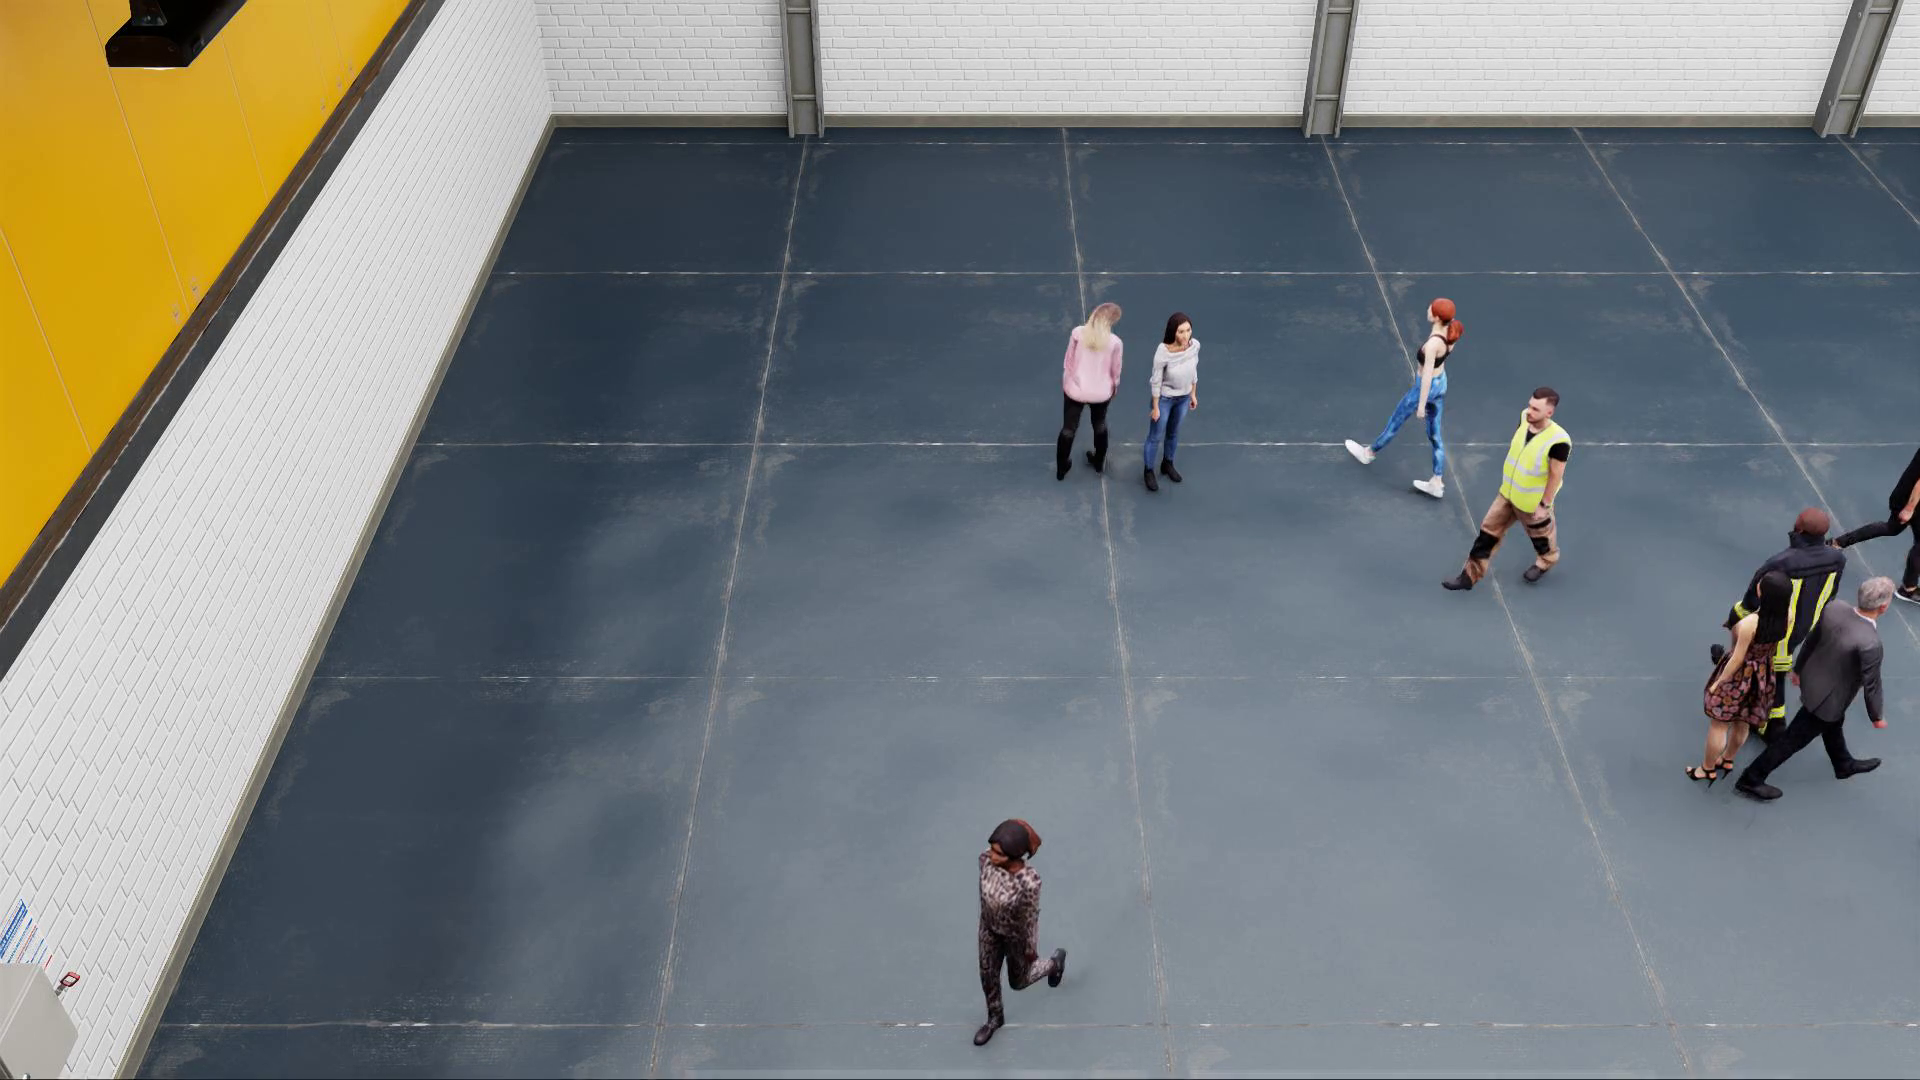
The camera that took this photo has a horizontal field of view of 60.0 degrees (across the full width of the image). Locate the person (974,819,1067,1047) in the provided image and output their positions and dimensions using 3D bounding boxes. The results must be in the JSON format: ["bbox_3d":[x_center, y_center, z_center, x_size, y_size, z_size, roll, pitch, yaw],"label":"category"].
[{"bbox_3d":[0.330,2.165,9.390,0.937,1.703,0.994,32,48,34],"label":"person"}]

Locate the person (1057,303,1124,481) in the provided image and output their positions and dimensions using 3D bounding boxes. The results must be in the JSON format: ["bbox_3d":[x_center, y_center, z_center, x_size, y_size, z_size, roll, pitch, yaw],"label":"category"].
[{"bbox_3d":[1.091,-1.204,13.648,0.593,1.654,0.728,-3,39,-4],"label":"person"}]

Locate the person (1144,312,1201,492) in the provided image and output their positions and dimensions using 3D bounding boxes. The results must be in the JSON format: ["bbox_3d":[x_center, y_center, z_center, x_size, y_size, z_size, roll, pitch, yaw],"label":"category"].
[{"bbox_3d":[1.714,-1.153,13.602,0.611,1.633,0.736,-19,42,-22],"label":"person"}]

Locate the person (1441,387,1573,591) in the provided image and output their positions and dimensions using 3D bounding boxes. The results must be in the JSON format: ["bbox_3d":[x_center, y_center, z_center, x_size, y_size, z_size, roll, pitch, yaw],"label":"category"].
[{"bbox_3d":[4.326,-0.371,12.496,1.330,1.790,1.077,-18,42,-22],"label":"person"}]

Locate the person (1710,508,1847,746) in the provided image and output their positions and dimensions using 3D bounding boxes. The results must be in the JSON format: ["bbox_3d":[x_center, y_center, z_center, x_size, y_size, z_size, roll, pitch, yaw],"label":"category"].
[{"bbox_3d":[5.637,0.609,11.274,1.177,1.784,1.024,-10,40,-12],"label":"person"}]

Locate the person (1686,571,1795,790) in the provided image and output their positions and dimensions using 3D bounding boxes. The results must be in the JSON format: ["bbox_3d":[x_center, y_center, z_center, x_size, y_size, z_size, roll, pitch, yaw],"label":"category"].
[{"bbox_3d":[5.119,0.914,10.900,0.743,1.774,0.834,-15,41,-18],"label":"person"}]

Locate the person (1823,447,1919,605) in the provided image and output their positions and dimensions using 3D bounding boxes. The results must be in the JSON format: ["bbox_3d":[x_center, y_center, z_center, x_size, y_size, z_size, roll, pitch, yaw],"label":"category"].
[{"bbox_3d":[7.102,-0.380,12.473,1.259,1.833,1.066,20,43,23],"label":"person"}]

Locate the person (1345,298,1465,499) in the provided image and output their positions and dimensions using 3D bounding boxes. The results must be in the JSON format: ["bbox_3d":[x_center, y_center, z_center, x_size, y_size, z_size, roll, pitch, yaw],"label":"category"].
[{"bbox_3d":[3.858,-1.115,13.466,1.151,1.743,1.103,32,48,33],"label":"person"}]

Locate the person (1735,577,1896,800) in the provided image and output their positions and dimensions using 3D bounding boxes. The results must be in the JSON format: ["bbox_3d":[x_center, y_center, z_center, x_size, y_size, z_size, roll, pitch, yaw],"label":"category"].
[{"bbox_3d":[5.528,1.003,10.779,1.198,1.786,0.751,2,39,3],"label":"person"}]
